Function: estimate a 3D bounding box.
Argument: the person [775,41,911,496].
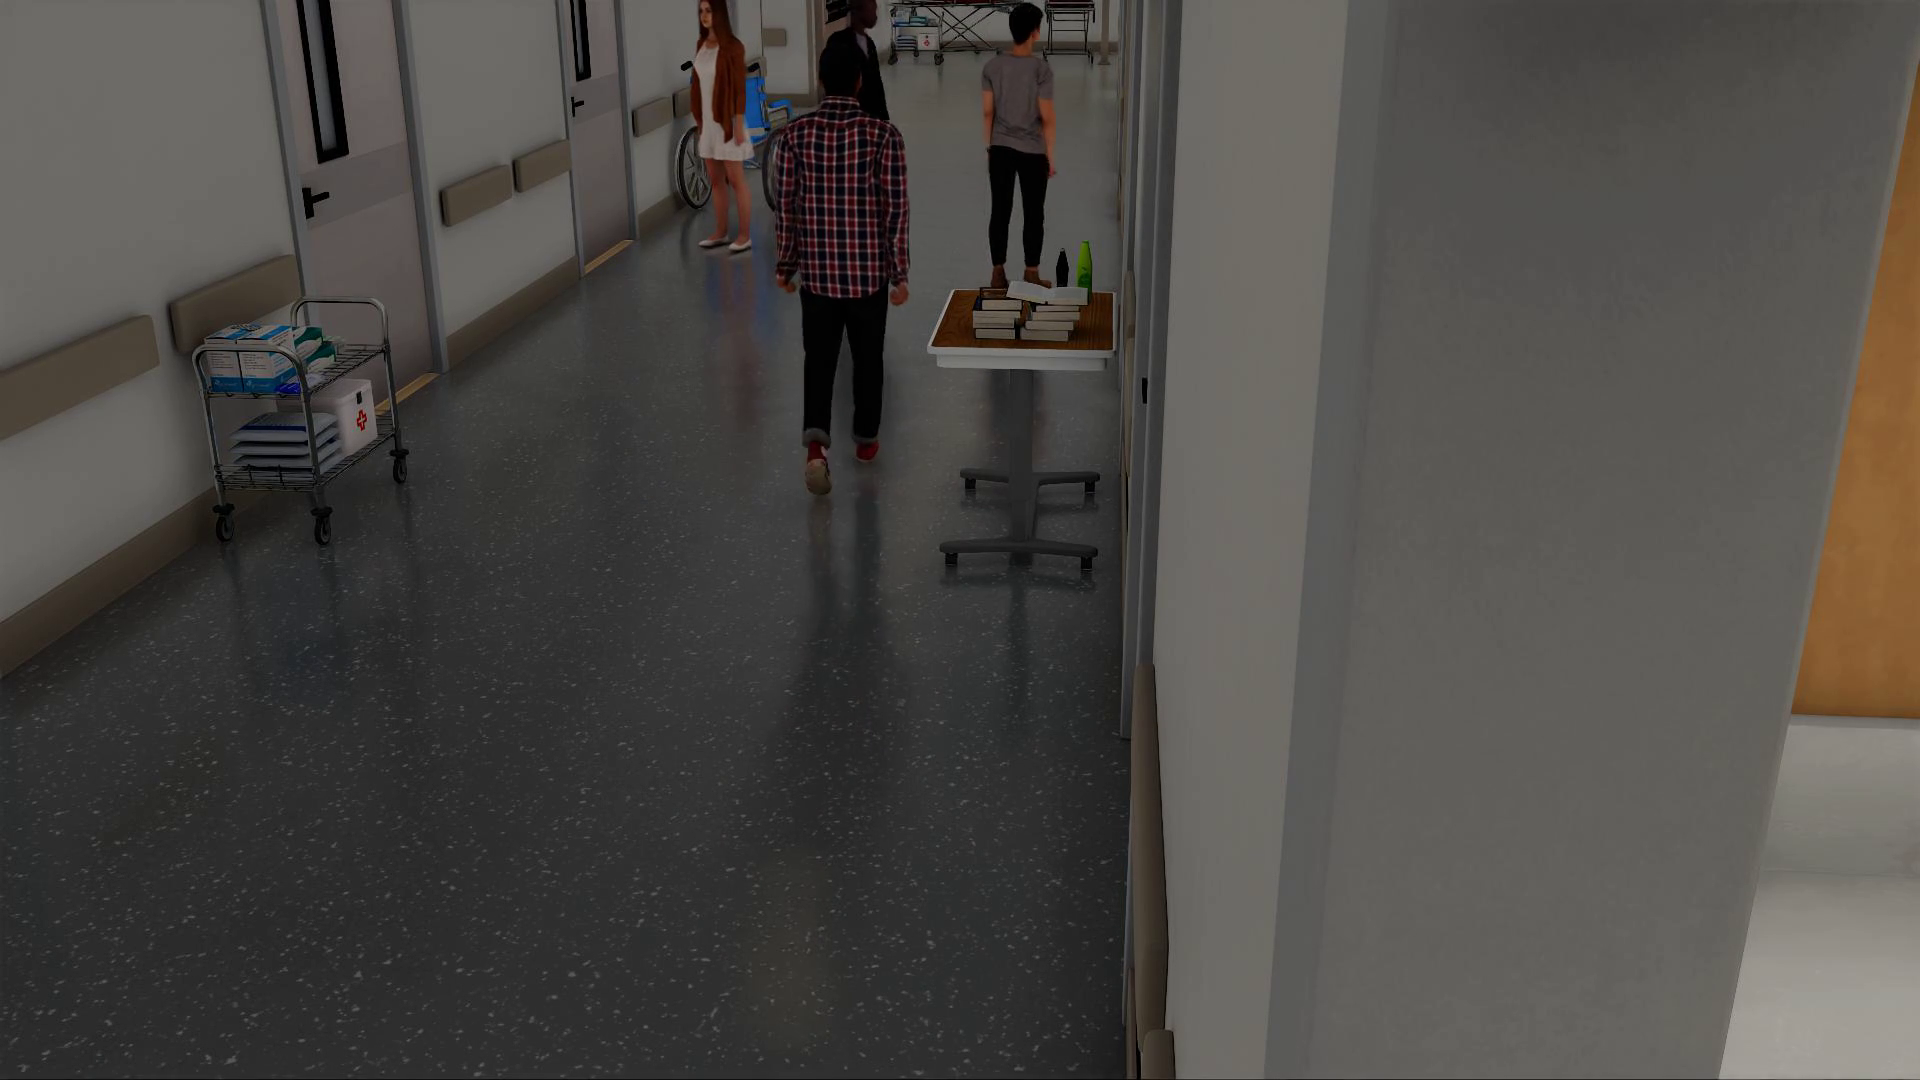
[{"bbox_3d":[-0.481,-1.061,6.604,0.716,1.758,1.043,1,21,3],"label":"person"}]

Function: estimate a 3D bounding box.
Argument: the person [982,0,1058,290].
[{"bbox_3d":[0.344,-2.377,10.134,0.674,1.719,0.639,7,22,18],"label":"person"}]

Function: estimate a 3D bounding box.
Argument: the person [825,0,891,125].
[{"bbox_3d":[-0.723,-2.727,11.050,0.792,1.724,0.889,-16,26,-36],"label":"person"}]

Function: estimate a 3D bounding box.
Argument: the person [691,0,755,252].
[{"bbox_3d":[-1.618,-2.870,11.439,0.713,1.717,0.744,16,26,36],"label":"person"}]
